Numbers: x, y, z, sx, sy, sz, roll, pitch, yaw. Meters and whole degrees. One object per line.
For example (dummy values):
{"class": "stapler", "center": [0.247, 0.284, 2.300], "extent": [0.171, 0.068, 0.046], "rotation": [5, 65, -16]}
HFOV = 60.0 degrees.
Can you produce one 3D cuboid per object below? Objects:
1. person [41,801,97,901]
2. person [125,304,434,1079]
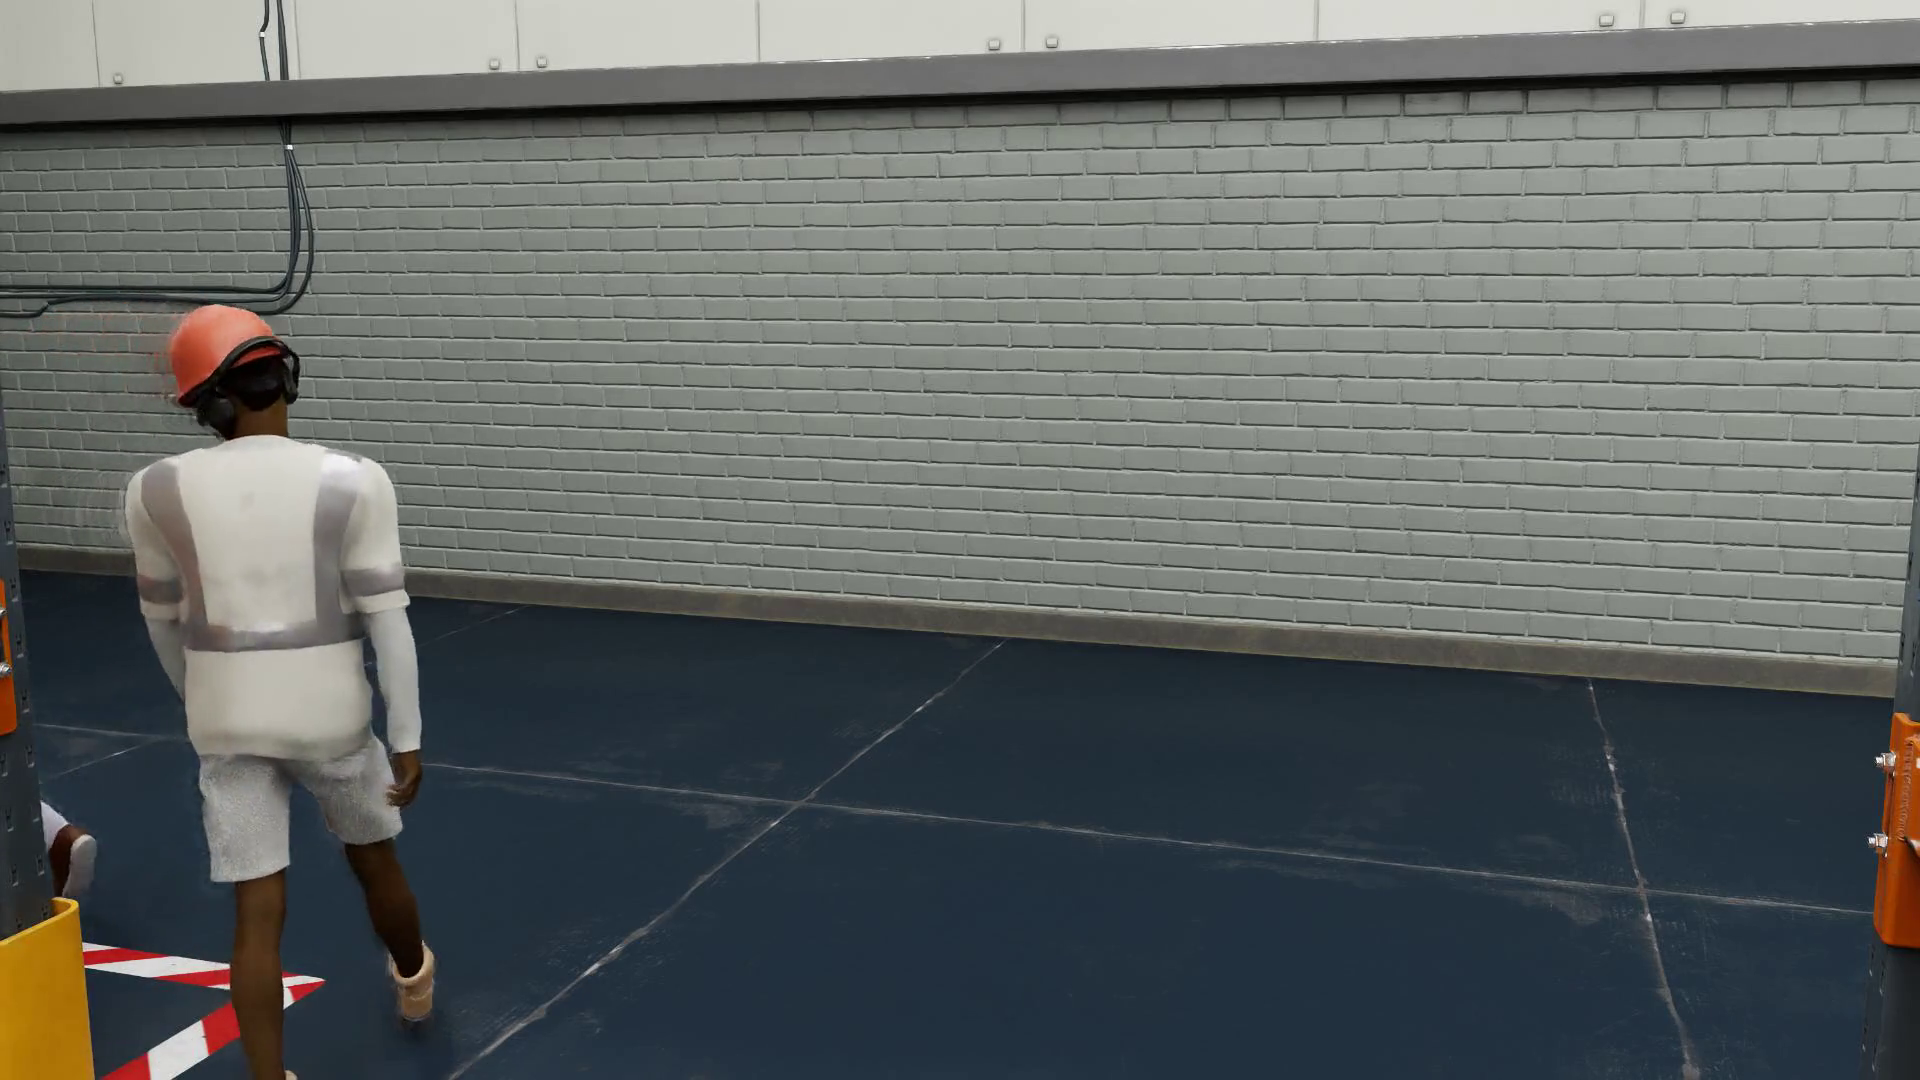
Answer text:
{"class": "person", "center": [-3.081, 0.345, 4.957], "extent": [0.714, 1.825, 0.560], "rotation": [0, 10, -3]}
{"class": "person", "center": [-1.627, 0.423, 4.043], "extent": [0.628, 1.962, 0.994], "rotation": [-2, 10, -13]}
